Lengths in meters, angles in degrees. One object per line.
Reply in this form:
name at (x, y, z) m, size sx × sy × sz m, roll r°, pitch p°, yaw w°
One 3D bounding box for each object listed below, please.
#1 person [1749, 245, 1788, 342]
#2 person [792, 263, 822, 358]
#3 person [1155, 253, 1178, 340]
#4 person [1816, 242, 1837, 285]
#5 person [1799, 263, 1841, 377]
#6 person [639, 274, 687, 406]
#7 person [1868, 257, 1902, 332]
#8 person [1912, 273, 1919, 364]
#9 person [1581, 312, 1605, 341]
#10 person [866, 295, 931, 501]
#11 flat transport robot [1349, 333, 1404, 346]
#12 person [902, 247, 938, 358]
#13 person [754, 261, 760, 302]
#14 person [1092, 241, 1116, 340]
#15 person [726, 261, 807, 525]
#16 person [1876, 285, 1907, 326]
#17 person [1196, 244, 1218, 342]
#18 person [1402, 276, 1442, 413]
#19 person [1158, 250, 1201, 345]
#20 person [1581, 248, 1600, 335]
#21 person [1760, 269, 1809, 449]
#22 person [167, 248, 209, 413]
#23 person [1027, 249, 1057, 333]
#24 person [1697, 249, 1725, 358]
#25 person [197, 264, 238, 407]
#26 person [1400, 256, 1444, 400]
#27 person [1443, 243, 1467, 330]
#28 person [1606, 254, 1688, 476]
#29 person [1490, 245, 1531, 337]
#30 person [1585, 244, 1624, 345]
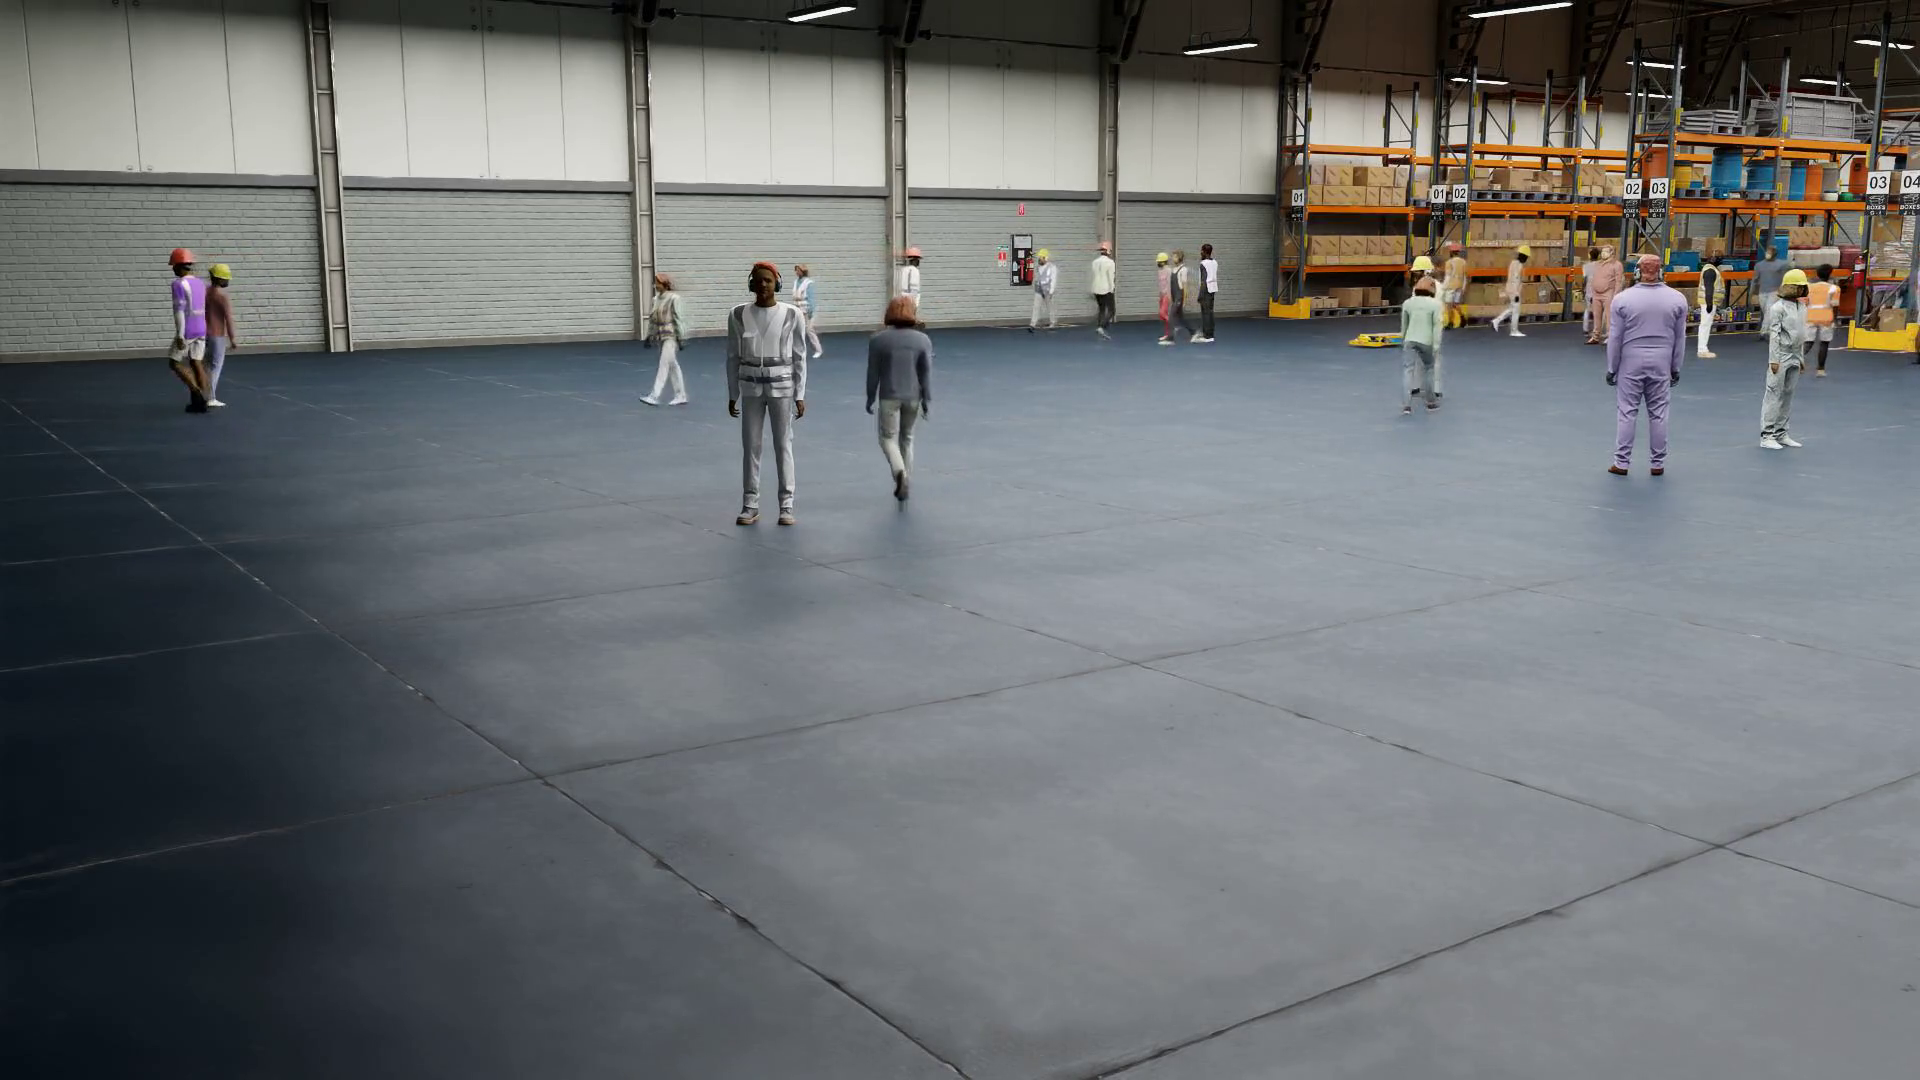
person at (15.990, -4.865, 32.846) m, size 0.990 × 1.900 × 0.643 m, roll -9°, pitch 13°, yaw -39°
person at (-2.656, -3.881, 28.234) m, size 0.531 × 1.633 × 0.609 m, roll 10°, pitch 14°, yaw 43°
person at (4.088, -4.841, 33.132) m, size 0.466 × 1.738 × 0.530 m, roll -3°, pitch 11°, yaw -18°
person at (22.281, -6.701, 42.801) m, size 0.469 × 1.928 × 0.650 m, roll -4°, pitch 11°, yaw -22°
person at (12.512, -3.192, 24.265) m, size 0.540 × 1.679 × 0.587 m, roll 10°, pitch 14°, yaw 44°
person at (-3.652, -2.416, 20.183) m, size 0.810 × 1.598 × 0.549 m, roll -9°, pitch 14°, yaw -42°
person at (18.691, -5.079, 33.594) m, size 0.615 × 2.042 × 0.372 m, roll 8°, pitch 13°, yaw 38°
person at (15.842, -3.805, 27.051) m, size 1.010 × 1.879 × 0.569 m, roll -7°, pitch 13°, yaw -35°
person at (12.582, -4.636, 32.400) m, size 0.845 × 1.581 × 0.534 m, roll -2°, pitch 10°, yaw -10°
person at (-0.458, -1.088, 12.882) m, size 0.507 × 1.614 × 0.628 m, roll -3°, pitch 11°, yaw -16°
flat transport robot at (8.115, -3.787, 31.374) m, size 1.431 × 0.197 × 0.652 m, roll -6°, pitch 12°, yaw -28°
person at (-0.888, -4.011, 28.170) m, size 0.970 × 1.894 × 0.552 m, roll -5°, pitch 12°, yaw -26°
person at (-3.376, -3.969, 28.612) m, size 0.314 × 1.641 × 0.515 m, roll -3°, pitch 11°, yaw -15°
person at (2.875, -4.967, 33.203) m, size 0.505 × 1.960 × 0.611 m, roll -10°, pitch 14°, yaw -43°
person at (-1.389, -1.045, 11.917) m, size 0.578 × 1.884 × 0.353 m, roll 1°, pitch 10°, yaw 4°
person at (20.969, -5.668, 37.442) m, size 0.583 × 1.830 × 0.639 m, roll -6°, pitch 12°, yaw -30°
person at (4.868, -4.861, 32.746) m, size 0.392 × 1.919 × 0.591 m, roll 6°, pitch 12°, yaw 30°
person at (5.417, -2.292, 19.516) m, size 0.529 × 1.587 × 0.806 m, roll 8°, pitch 13°, yaw 36°
person at (4.223, -4.616, 31.689) m, size 0.844 × 1.821 × 0.515 m, roll -3°, pitch 11°, yaw -14°
person at (13.130, -5.134, 34.480) m, size 0.492 × 1.835 × 0.822 m, roll 2°, pitch 11°, yaw 13°
person at (8.076, -1.759, 16.220) m, size 0.487 × 1.744 × 0.297 m, roll -6°, pitch 12°, yaw -31°
person at (-9.010, -2.428, 19.401) m, size 0.411 × 1.917 × 0.562 m, roll 2°, pitch 10°, yaw 10°
person at (1.782, -5.315, 35.592) m, size 0.591 × 1.781 × 0.964 m, roll 6°, pitch 12°, yaw 28°
person at (12.862, -4.047, 28.489) m, size 0.430 × 1.843 × 0.625 m, roll 5°, pitch 11°, yaw 25°
person at (-9.018, -2.473, 20.170) m, size 0.540 × 1.726 × 0.457 m, roll 6°, pitch 12°, yaw 31°
person at (5.818, -2.657, 20.965) m, size 0.589 × 1.808 × 0.626 m, roll -3°, pitch 11°, yaw -15°
person at (10.910, -5.584, 36.709) m, size 0.557 × 1.924 × 0.495 m, roll -6°, pitch 12°, yaw -28°
person at (5.903, -1.501, 14.362) m, size 0.642 × 1.907 × 0.410 m, roll 2°, pitch 10°, yaw 8°
person at (11.373, -5.122, 34.246) m, size 0.670 × 1.883 × 0.659 m, roll 2°, pitch 11°, yaw 10°
person at (12.265, -4.661, 31.672) m, size 0.410 × 1.912 × 0.641 m, roll -7°, pitch 12°, yaw -32°
